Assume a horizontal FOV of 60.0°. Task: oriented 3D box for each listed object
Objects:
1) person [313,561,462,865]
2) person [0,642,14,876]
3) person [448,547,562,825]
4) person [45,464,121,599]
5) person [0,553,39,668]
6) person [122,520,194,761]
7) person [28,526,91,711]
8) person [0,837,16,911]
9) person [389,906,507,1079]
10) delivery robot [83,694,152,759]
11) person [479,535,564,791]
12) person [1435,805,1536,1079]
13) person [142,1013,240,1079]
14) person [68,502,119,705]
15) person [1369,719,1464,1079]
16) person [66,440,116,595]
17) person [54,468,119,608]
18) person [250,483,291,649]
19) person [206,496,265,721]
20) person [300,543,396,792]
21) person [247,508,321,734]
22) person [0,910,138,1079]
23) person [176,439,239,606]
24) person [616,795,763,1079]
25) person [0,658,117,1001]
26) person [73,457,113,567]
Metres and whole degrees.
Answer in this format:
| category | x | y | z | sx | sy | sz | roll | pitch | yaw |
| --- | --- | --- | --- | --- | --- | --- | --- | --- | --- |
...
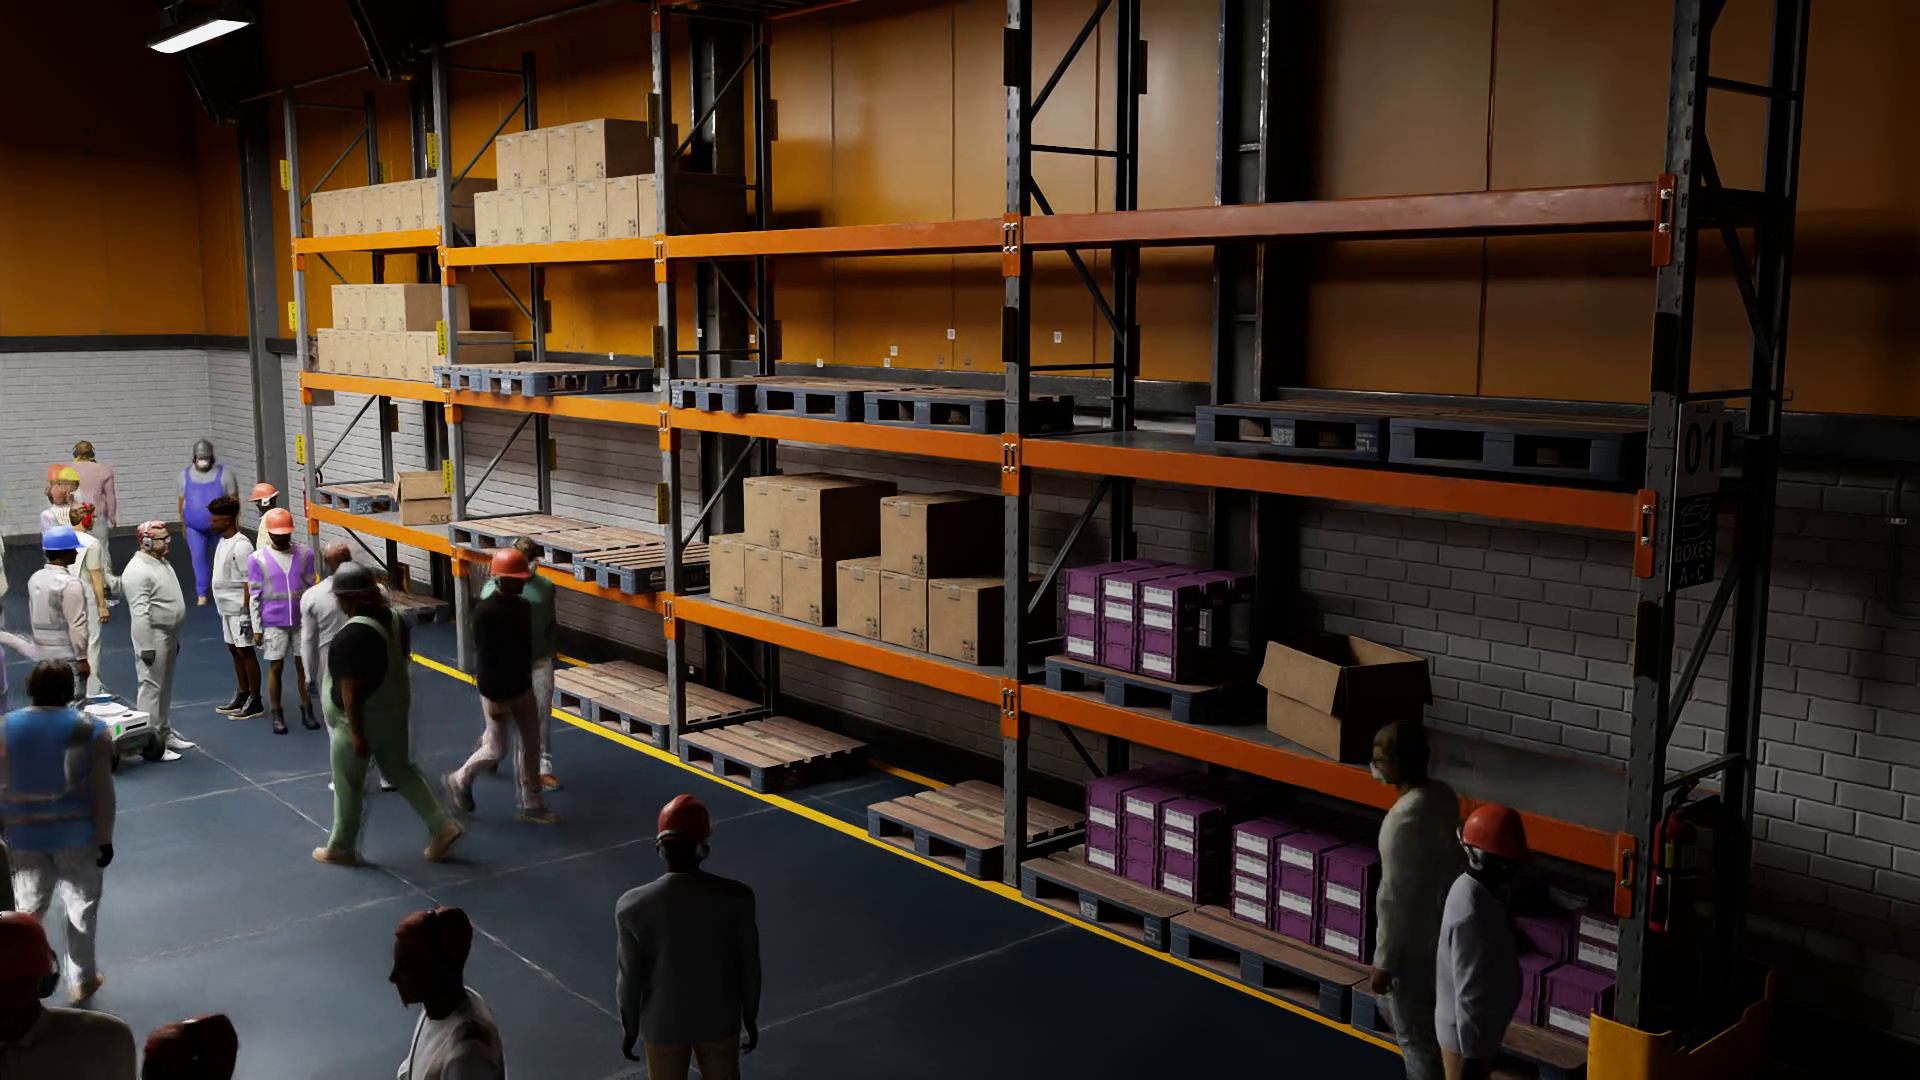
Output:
| category | x | y | z | sx | sy | sz | roll | pitch | yaw |
| --- | --- | --- | --- | --- | --- | --- | --- | --- | --- |
| person | -3.728 | 1.100 | 10.699 | 0.919 | 2.000 | 0.683 | 2 | 8 | 15 |
| person | -6.191 | 1.187 | 10.482 | 0.368 | 1.925 | 0.594 | -6 | 10 | -35 |
| person | -3.206 | 1.014 | 11.547 | 0.743 | 1.971 | 0.640 | 4 | 9 | 24 |
| person | -10.515 | -0.062 | 19.902 | 0.688 | 1.715 | 0.613 | -7 | 11 | -41 |
| person | -9.046 | 0.465 | 15.610 | 0.727 | 1.898 | 0.604 | -6 | 10 | -36 |
| person | -6.394 | 0.793 | 13.295 | 0.406 | 1.911 | 0.636 | -1 | 8 | -9 |
| person | -6.833 | 0.859 | 12.690 | 0.605 | 1.948 | 0.405 | 5 | 10 | 33 |
| person | -4.006 | 1.736 | 6.599 | 0.612 | 1.946 | 0.405 | 4 | 9 | 24 |
| person | -1.505 | 2.002 | 4.991 | 0.338 | 1.879 | 0.578 | -4 | 9 | -24 |
| delivery robot | -6.707 | 1.452 | 13.062 | 0.707 | 0.478 | 0.477 | 4 | 9 | 26 |
| person | -3.312 | 0.903 | 12.485 | 0.797 | 1.920 | 0.634 | 8 | 11 | 44 |
| person | 2.003 | 1.863 | 6.396 | 0.339 | 1.748 | 0.565 | 3 | 9 | 20 |
| person | -1.841 | 2.108 | 4.287 | 0.596 | 1.874 | 0.384 | 8 | 11 | 43 |
| person | -7.946 | 0.575 | 15.066 | 0.560 | 1.836 | 0.394 | 5 | 10 | 30 |
| person | 1.912 | 1.694 | 6.993 | 0.425 | 1.916 | 0.635 | 4 | 9 | 28 |
| person | -10.774 | -0.268 | 20.562 | 0.637 | 1.938 | 0.357 | -5 | 10 | -34 |
| person | -10.342 | 0.003 | 19.469 | 0.864 | 1.699 | 0.504 | -3 | 9 | -22 |
| person | -7.269 | 0.267 | 17.548 | 0.354 | 1.736 | 0.575 | -2 | 8 | -11 |
| person | -6.328 | 0.587 | 14.523 | 0.362 | 1.962 | 0.614 | -7 | 11 | -40 |
| person | -4.463 | 0.952 | 12.351 | 0.800 | 1.877 | 0.447 | -4 | 9 | -28 |
| person | -5.692 | 0.680 | 14.042 | 0.548 | 1.924 | 0.387 | -6 | 10 | -37 |
| person | -2.617 | 1.992 | 4.701 | 0.620 | 1.986 | 0.408 | -4 | 9 | -24 |
| person | -9.118 | -0.267 | 20.200 | 0.690 | 2.000 | 0.849 | -3 | 9 | -18 |
| person | -1.051 | 1.853 | 6.486 | 0.560 | 1.743 | 0.337 | -2 | 8 | -12 |
| person | -4.658 | 1.529 | 8.497 | 0.635 | 1.822 | 0.624 | -1 | 8 | -8 |
| person | -11.326 | -0.319 | 21.646 | 0.492 | 1.730 | 0.324 | 2 | 8 | 12 |
